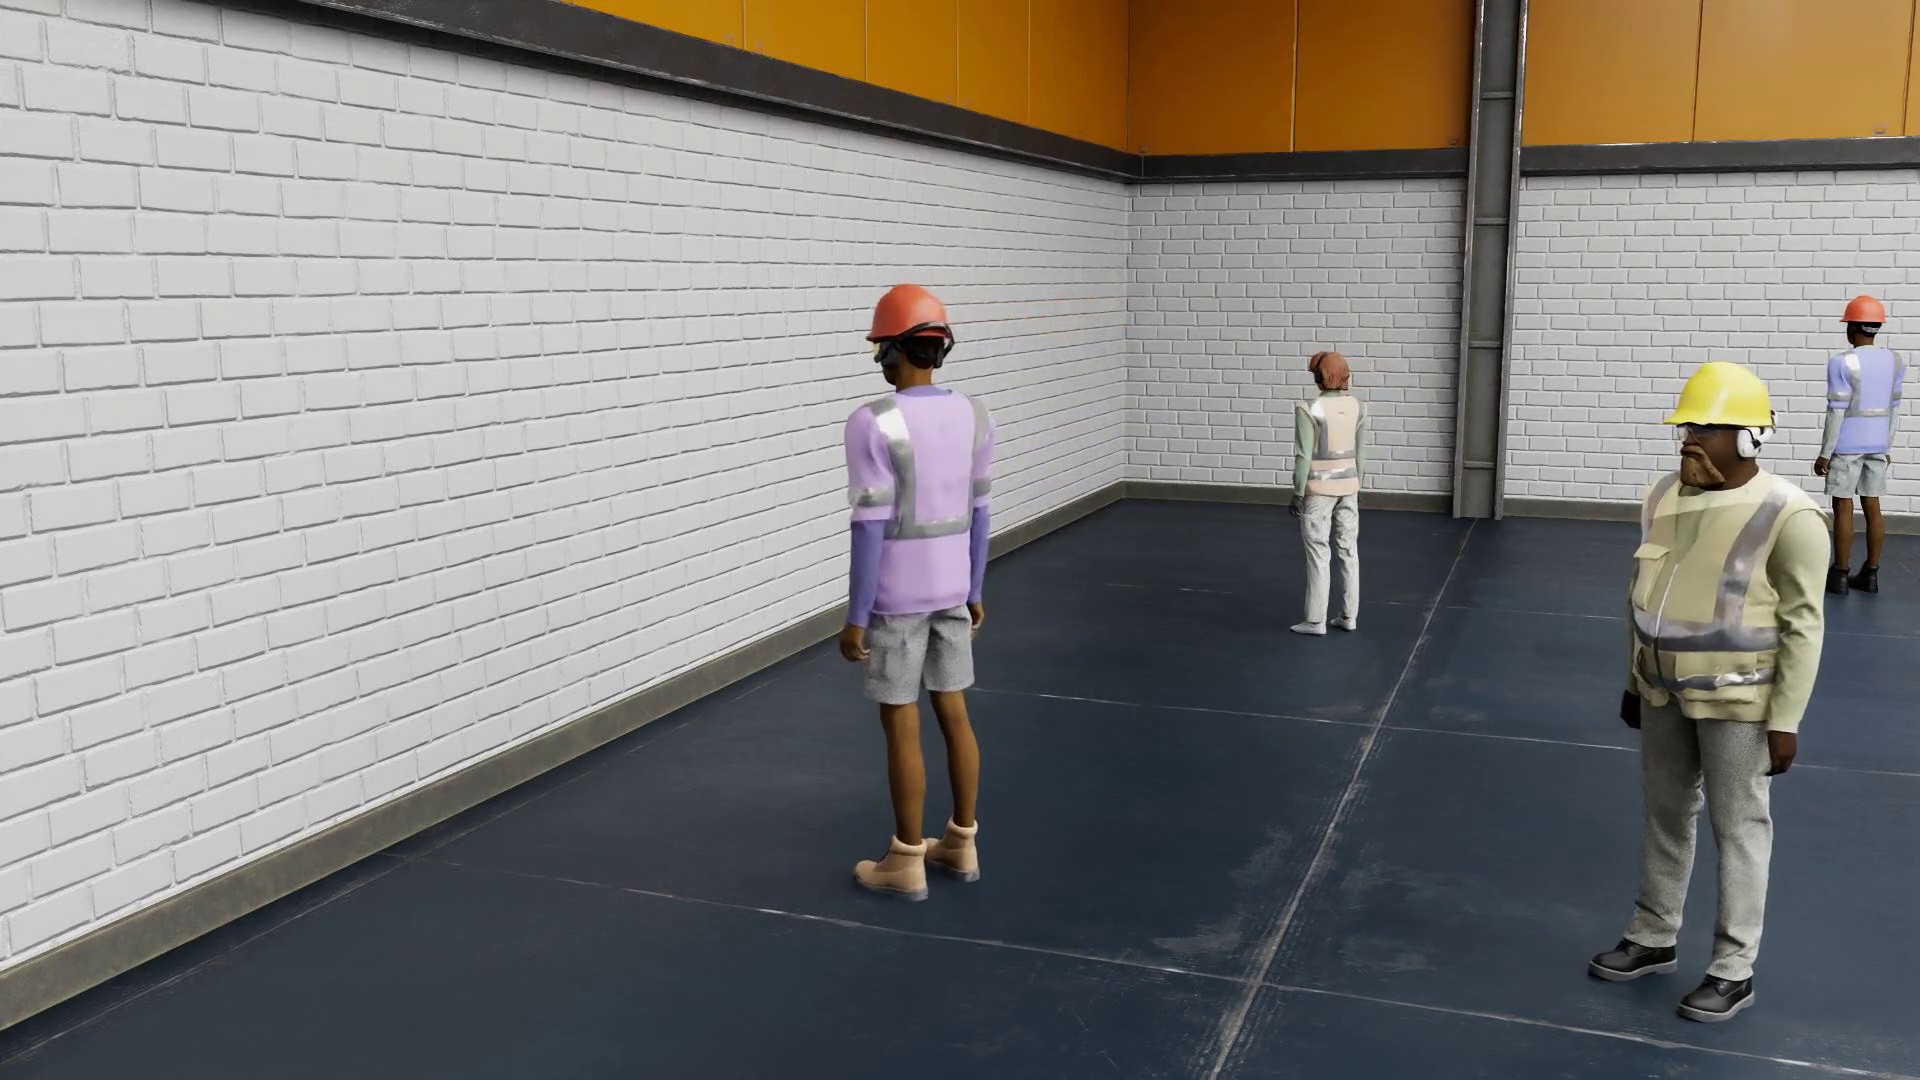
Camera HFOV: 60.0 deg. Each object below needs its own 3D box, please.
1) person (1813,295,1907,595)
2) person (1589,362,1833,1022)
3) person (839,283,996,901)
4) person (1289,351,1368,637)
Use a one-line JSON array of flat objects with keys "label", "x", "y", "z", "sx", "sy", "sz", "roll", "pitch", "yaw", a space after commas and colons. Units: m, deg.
[{"label": "person", "x": 5.813, "y": -0.610, "z": 10.808, "sx": 0.542, "sy": 1.939, "sz": 0.361, "roll": -2, "pitch": 9, "yaw": -13}, {"label": "person", "x": 2.095, "y": 0.420, "z": 4.669, "sx": 0.404, "sy": 1.834, "sz": 0.591, "roll": -4, "pitch": 10, "yaw": -24}, {"label": "person", "x": -0.163, "y": 0.173, "z": 5.564, "sx": 0.614, "sy": 2.041, "sz": 0.389, "roll": -9, "pitch": 12, "yaw": -43}, {"label": "person", "x": 2.115, "y": -0.261, "z": 9.557, "sx": 0.523, "sy": 1.638, "sz": 0.310, "roll": -5, "pitch": 10, "yaw": -28}]
